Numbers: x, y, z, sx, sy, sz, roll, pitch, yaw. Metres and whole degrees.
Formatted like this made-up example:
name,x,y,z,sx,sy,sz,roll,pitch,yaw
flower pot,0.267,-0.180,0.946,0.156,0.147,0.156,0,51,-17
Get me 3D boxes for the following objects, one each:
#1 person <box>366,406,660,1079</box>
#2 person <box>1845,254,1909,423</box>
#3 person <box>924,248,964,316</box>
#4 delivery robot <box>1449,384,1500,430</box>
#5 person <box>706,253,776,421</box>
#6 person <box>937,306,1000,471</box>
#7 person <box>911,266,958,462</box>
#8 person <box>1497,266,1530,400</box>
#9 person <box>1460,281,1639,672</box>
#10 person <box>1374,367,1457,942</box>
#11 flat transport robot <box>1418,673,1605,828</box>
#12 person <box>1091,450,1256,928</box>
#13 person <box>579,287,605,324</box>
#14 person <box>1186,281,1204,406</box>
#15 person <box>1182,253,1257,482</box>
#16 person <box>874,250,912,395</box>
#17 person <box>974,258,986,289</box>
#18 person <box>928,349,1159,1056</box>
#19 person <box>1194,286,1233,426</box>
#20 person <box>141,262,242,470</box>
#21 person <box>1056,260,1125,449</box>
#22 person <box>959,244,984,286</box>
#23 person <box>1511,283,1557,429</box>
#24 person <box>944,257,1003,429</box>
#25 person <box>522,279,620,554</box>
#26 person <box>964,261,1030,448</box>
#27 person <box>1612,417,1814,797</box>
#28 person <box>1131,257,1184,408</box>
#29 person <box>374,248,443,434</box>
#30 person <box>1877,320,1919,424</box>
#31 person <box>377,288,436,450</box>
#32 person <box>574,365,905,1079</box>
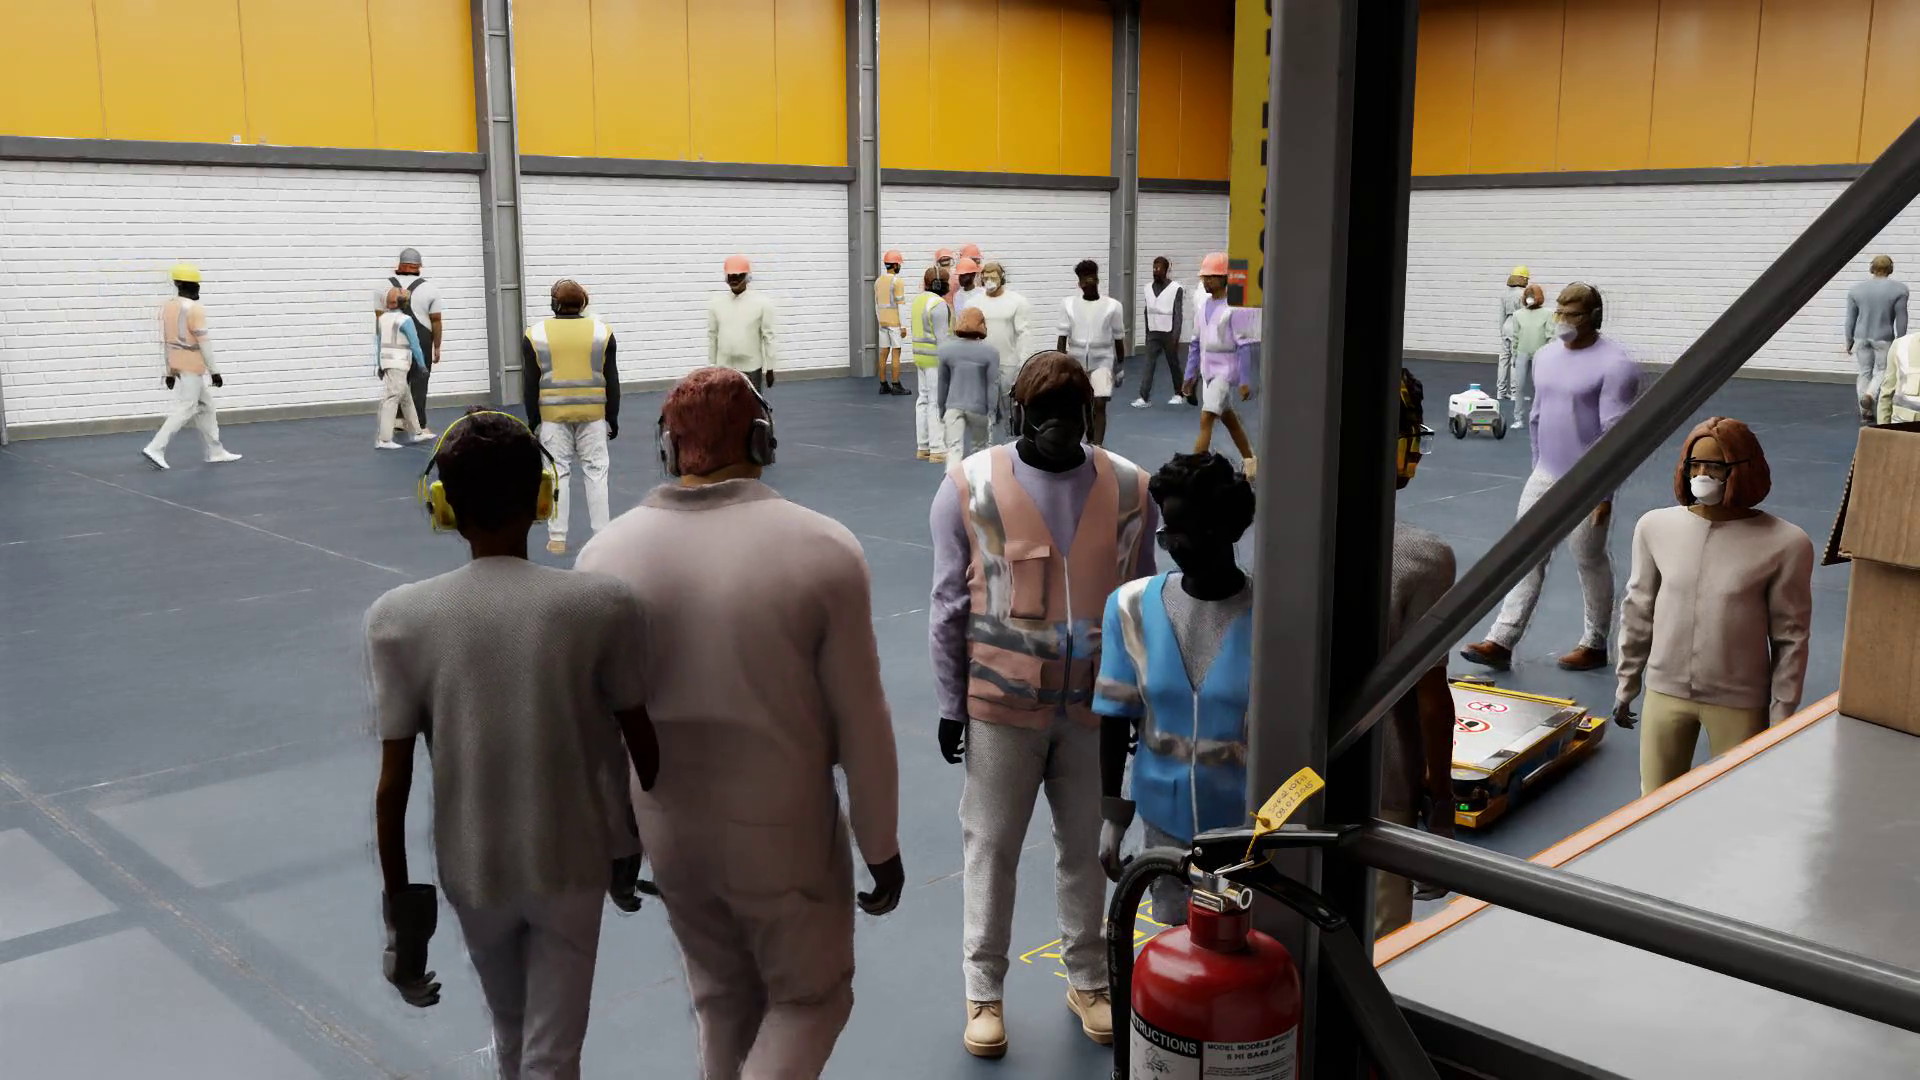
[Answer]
name,x,y,z,sx,sy,sz,roll,pitch,yaw
person,-0.834,0.649,3.244,0.525,1.805,1.026,0,10,-2
person,10.328,-2.263,18.799,0.648,1.926,0.561,10,14,43
person,-0.182,-2.915,22.264,0.613,1.962,0.493,3,11,17
delivery robot,5.452,-1.411,17.639,0.477,0.478,0.707,0,10,-1
person,-1.951,-1.575,14.914,0.620,1.975,0.693,2,10,8
person,0.049,-0.993,12.775,0.515,1.592,0.841,2,11,13
person,-0.228,-1.659,15.735,0.429,1.842,0.635,-5,11,-24
person,7.225,-2.683,21.611,0.312,1.736,0.483,-5,11,-25
person,2.883,-0.276,8.005,0.831,1.904,0.655,-5,12,-27
person,0.858,0.551,3.609,0.328,1.872,0.515,-10,14,-42
flat transport robot,2.007,0.802,6.601,0.652,0.197,1.431,8,13,37
person,0.526,0.641,3.642,0.531,1.666,0.698,5,12,27
person,-3.823,-1.748,16.803,0.527,1.623,0.476,-2,11,-11
person,3.065,-2.542,20.353,0.484,1.923,0.545,-8,13,-38
person,2.163,-1.413,14.024,1.075,1.989,0.624,-5,12,-25
person,-0.898,-2.904,22.264,0.360,1.938,0.546,-10,14,-43
person,0.213,-3.563,26.001,0.663,1.916,0.435,0,10,0
person,0.231,0.426,4.363,0.627,1.844,0.429,-2,11,-12
person,2.946,-2.241,18.893,0.584,1.855,0.904,3,11,15
person,-7.160,-1.605,15.324,0.589,1.892,0.918,9,14,42
person,1.182,-1.605,15.251,0.614,1.897,1.039,2,11,13
person,0.179,-3.100,23.159,1.033,1.987,0.637,-2,11,-12
person,6.398,-2.055,18.534,0.506,1.607,0.694,7,12,33
person,0.149,-2.193,18.525,0.561,1.898,0.974,8,13,38
person,-2.603,-0.824,11.181,0.634,1.842,0.429,-3,11,-17
person,0.355,-1.657,15.606,0.638,1.901,1.005,2,11,11
person,2.117,0.462,4.733,0.507,1.632,0.264,10,14,42
person,2.532,-2.599,20.802,0.605,1.872,0.987,9,14,41
person,-5.847,-2.126,17.739,0.696,2.000,0.624,0,10,-2
person,6.041,-0.671,10.370,0.600,1.831,0.404,8,13,37
person,-5.567,-1.724,16.728,0.523,1.602,0.798,10,14,43
person,-0.464,0.597,3.336,0.700,1.872,0.688,3,11,18
